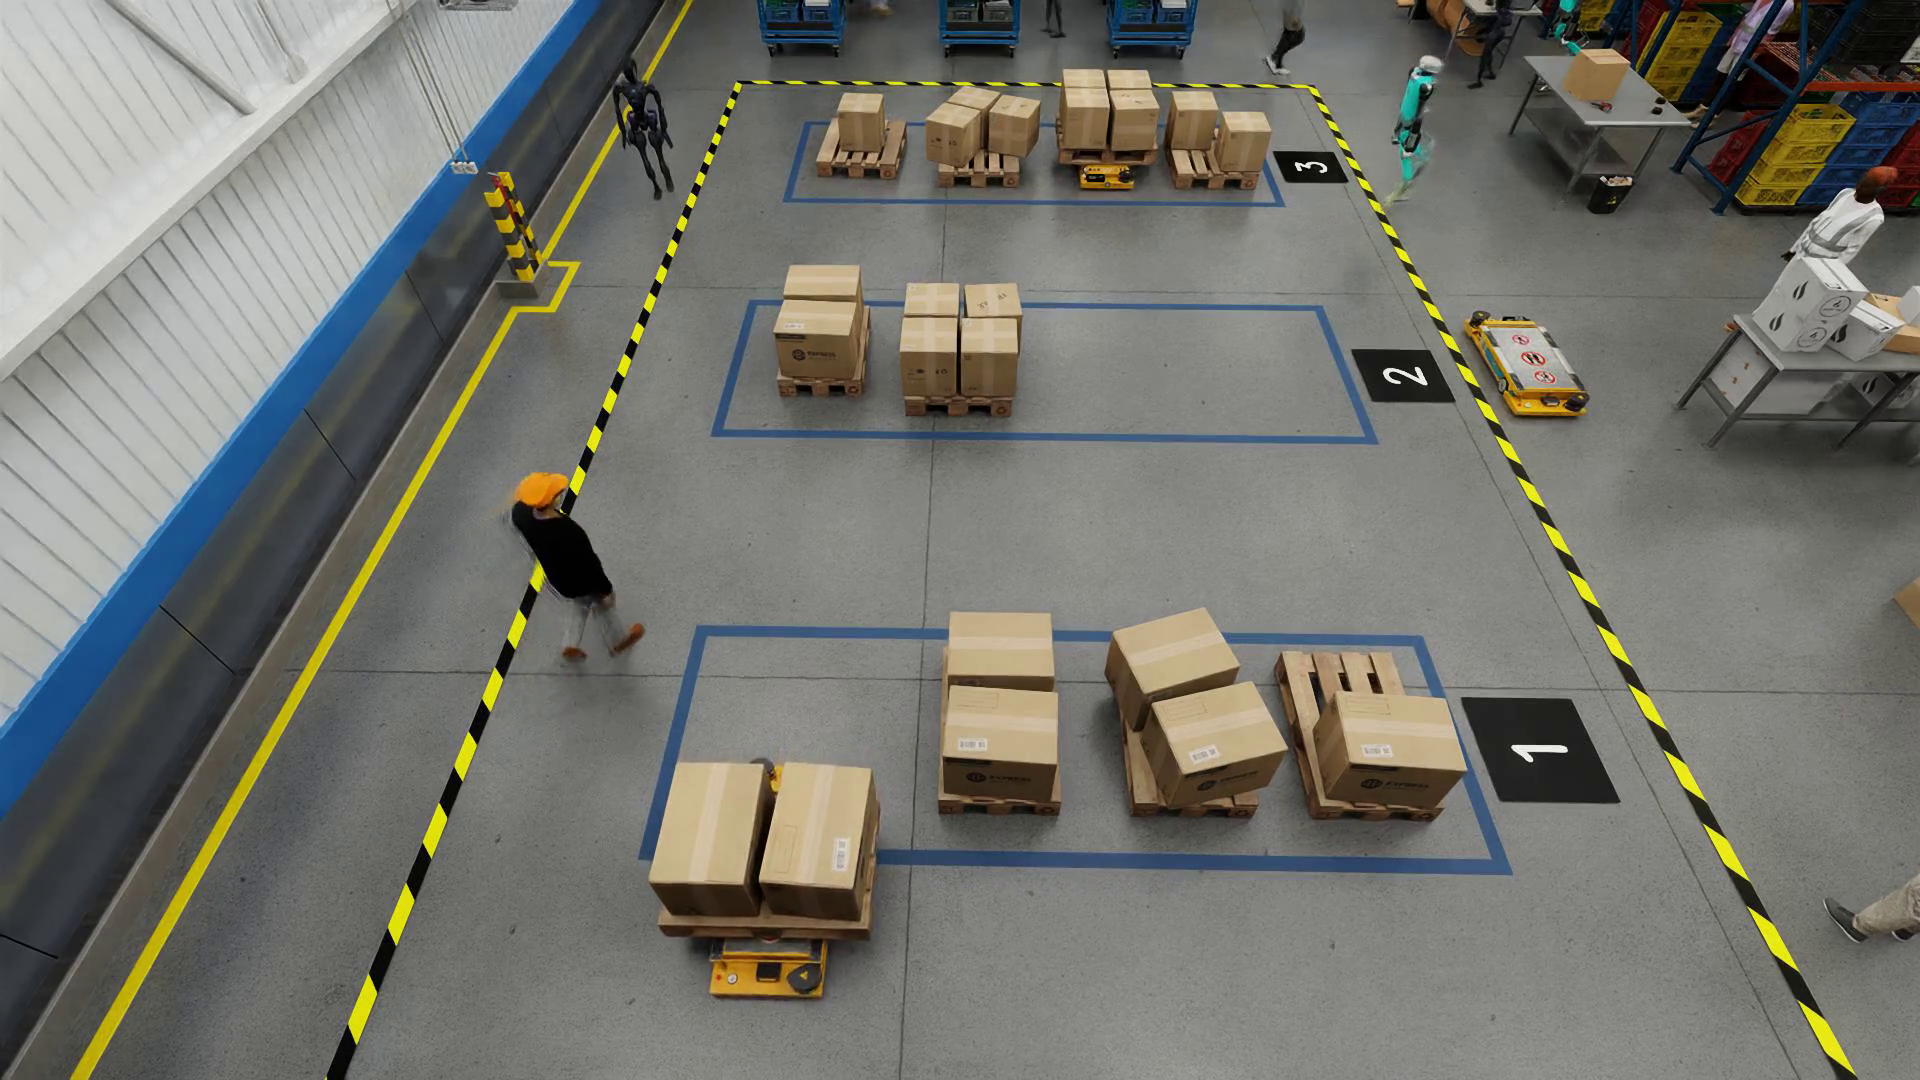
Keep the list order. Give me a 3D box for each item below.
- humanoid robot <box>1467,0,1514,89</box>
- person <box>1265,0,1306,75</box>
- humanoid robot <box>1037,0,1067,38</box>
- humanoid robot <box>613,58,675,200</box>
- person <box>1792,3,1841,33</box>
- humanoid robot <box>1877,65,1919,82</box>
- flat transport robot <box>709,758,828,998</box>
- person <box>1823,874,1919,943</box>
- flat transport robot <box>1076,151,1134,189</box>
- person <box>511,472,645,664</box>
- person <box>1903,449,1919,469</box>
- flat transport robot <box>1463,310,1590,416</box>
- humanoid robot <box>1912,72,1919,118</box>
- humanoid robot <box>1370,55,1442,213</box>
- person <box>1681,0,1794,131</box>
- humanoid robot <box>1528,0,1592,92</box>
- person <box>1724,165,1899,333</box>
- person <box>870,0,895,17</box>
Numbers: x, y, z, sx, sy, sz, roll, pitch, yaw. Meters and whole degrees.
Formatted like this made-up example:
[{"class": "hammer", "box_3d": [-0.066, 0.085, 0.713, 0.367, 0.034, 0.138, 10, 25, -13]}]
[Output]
[{"class": "humanoid robot", "box_3d": [7.604, -7.232, 12.867, 0.471, 1.644, 0.606, 16, 51, 14]}, {"class": "person", "box_3d": [4.785, -7.558, 13.037, 0.420, 1.836, 0.611, 1, 49, 1]}, {"class": "humanoid robot", "box_3d": [1.465, -8.647, 14.095, 0.480, 1.632, 0.612, 3, 49, 3]}, {"class": "humanoid robot", "box_3d": [-3.710, -4.820, 10.773, 0.589, 1.637, 0.348, -7, 49, -6]}, {"class": "person", "box_3d": [12.186, -7.606, 13.001, 0.610, 1.962, 0.411, 28, 55, 22]}, {"class": "humanoid robot", "box_3d": [13.737, -7.289, 12.783, 0.735, 1.677, 0.533, 1, 49, 1]}, {"class": "flat transport robot", "box_3d": [-1.115, 2.061, 5.731, 0.652, 0.197, 1.431, 1, 49, 1]}, {"class": "person", "box_3d": [5.590, 1.808, 4.975, 0.563, 1.769, 0.399, 0, 49, 0]}, {"class": "flat transport robot", "box_3d": [1.845, -4.982, 11.827, 0.652, 0.197, 1.431, 1, 49, 1]}, {"class": "person", "box_3d": [-2.643, 0.259, 6.252, 0.594, 1.865, 0.536, 21, 52, 18]}, {"class": "person", "box_3d": [8.800, -1.294, 7.565, 0.659, 1.909, 0.664, -6, 49, -5]}, {"class": "flat transport robot", "box_3d": [5.573, -1.757, 9.054, 0.659, 0.231, 1.431, 1, 49, 1]}, {"class": "humanoid robot", "box_3d": [12.618, -5.971, 11.759, 0.315, 1.659, 0.599, 1, 49, 1]}, {"class": "humanoid robot", "box_3d": [5.306, -4.619, 10.578, 0.799, 1.803, 0.540, 1, 49, 1]}, {"class": "person", "box_3d": [10.166, -6.392, 11.894, 0.369, 2.044, 0.606, 0, 49, 0]}, {"class": "humanoid robot", "box_3d": [8.468, -7.063, 12.585, 0.735, 1.680, 0.533, 1, 49, 1]}, {"class": "person", "box_3d": [8.168, -2.677, 8.782, 0.356, 1.884, 0.574, 0, 49, 0]}, {"class": "person", "box_3d": [-1.335, -9.373, 14.613, 0.530, 1.824, 0.636, -23, 53, -19]}]
